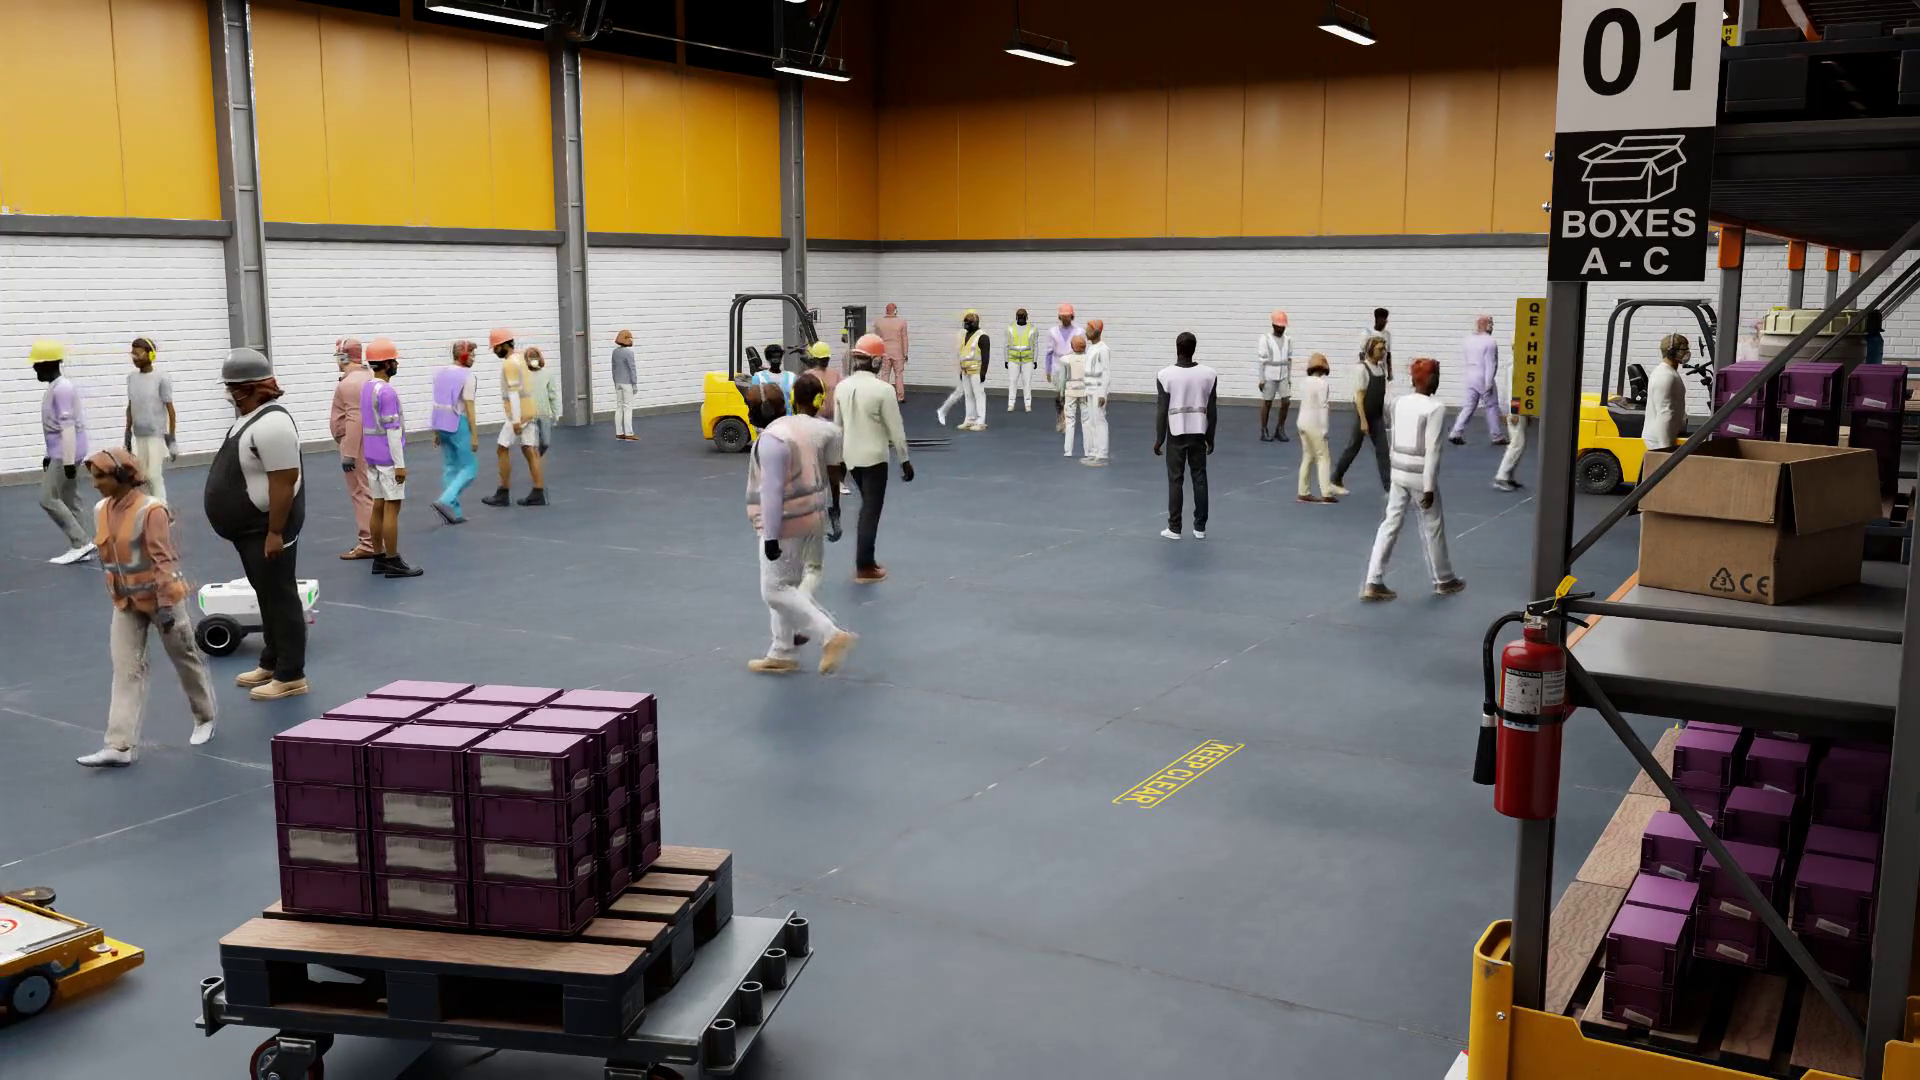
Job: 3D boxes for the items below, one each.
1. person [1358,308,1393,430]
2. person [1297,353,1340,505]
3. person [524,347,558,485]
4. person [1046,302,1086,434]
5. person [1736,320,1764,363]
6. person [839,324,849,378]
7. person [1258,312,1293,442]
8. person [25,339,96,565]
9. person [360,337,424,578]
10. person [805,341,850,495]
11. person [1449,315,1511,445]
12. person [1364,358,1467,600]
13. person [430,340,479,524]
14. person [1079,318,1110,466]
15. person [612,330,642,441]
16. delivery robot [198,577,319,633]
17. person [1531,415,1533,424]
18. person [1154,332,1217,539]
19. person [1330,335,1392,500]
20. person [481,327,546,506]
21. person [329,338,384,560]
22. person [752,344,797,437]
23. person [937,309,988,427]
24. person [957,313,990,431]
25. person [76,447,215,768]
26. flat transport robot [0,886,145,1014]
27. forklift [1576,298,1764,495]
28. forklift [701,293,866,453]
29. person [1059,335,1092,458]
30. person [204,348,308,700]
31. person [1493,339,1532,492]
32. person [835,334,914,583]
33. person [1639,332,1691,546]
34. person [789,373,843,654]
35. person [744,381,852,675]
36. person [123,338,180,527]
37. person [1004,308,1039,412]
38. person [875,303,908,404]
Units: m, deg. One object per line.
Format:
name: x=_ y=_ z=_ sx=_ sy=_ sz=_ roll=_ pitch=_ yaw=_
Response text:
person: x=6.585 y=-2.687 z=26.156 sx=0.650 sy=1.934 sz=0.636 roll=-7 pitch=11 yaw=-37
person: x=3.817 y=-1.186 z=17.765 sx=0.371 sy=1.610 sz=0.548 roll=-3 pitch=10 yaw=-18
person: x=-4.984 y=-1.465 z=19.488 sx=0.510 sy=1.610 sz=0.625 roll=-5 pitch=11 yaw=-30
person: x=1.644 y=-2.642 z=25.554 sx=0.630 sy=2.038 sz=0.533 roll=2 pitch=9 yaw=11
person: x=10.019 y=-1.803 z=20.823 sx=0.649 sy=1.867 sz=0.942 roll=1 pitch=9 yaw=4
person: x=-1.534 y=-2.303 z=24.353 sx=0.849 sy=1.738 sz=0.527 roll=1 pitch=9 yaw=9
person: x=4.594 y=-2.362 z=24.221 sx=0.572 sy=1.898 sz=0.572 roll=-3 pitch=10 yaw=-20
person: x=-7.546 y=-0.730 z=13.965 sx=0.406 sy=1.910 sz=0.610 roll=-4 pitch=10 yaw=-24
person: x=-4.630 y=-0.663 z=13.466 sx=0.352 sy=1.942 sz=0.545 roll=-8 pitch=12 yaw=-41
person: x=-1.586 y=-1.385 z=18.683 sx=0.888 sy=1.706 sz=0.539 roll=8 pitch=12 yaw=39
person: x=7.453 y=-2.274 z=23.762 sx=0.897 sy=1.872 sz=0.662 roll=-3 pitch=10 yaw=-20
person: x=3.437 y=-0.458 z=12.559 sx=1.006 sy=1.830 sz=0.589 roll=-5 pitch=10 yaw=-29
person: x=-4.956 y=-1.038 z=16.205 sx=0.607 sy=1.817 sz=0.558 roll=6 pitch=11 yaw=32
person: x=1.742 y=-1.884 z=21.280 sx=0.337 sy=1.877 sz=0.584 roll=-2 pitch=9 yaw=-13
person: x=-4.932 y=-2.282 z=24.527 sx=0.509 sy=1.632 sz=0.267 roll=8 pitch=12 yaw=42
delivery robot: x=-4.579 y=0.395 z=10.890 sx=0.707 sy=0.478 sz=0.477 roll=-2 pitch=9 yaw=-14
person: x=9.465 y=-2.813 z=27.228 sx=0.596 sy=1.832 sz=0.404 roll=0 pitch=9 yaw=1
person: x=2.092 y=-0.962 z=15.404 sx=0.587 sy=1.920 sz=0.390 roll=-2 pitch=9 yaw=-11
person: x=4.436 y=-1.335 z=18.150 sx=0.523 sy=1.796 sz=0.992 roll=-7 pitch=12 yaw=-39
person: x=-4.753 y=-1.290 z=17.552 sx=0.799 sy=1.881 sz=0.570 roll=1 pitch=9 yaw=3
person: x=-5.214 y=-0.785 z=14.348 sx=0.403 sy=1.904 sz=0.652 roll=-1 pitch=9 yaw=-4
person: x=-1.965 y=-1.280 z=18.139 sx=0.603 sy=1.688 sz=0.411 roll=-5 pitch=10 yaw=-28
person: x=0.040 y=-2.756 z=26.691 sx=0.810 sy=1.901 sz=0.593 roll=7 pitch=11 yaw=35
person: x=0.198 y=-2.636 z=26.104 sx=0.429 sy=1.839 sz=0.634 roll=-6 pitch=11 yaw=-35
person: x=-4.127 y=0.322 z=8.418 sx=0.570 sy=1.586 sz=0.834 roll=3 pitch=10 yaw=19
flat transport robot: x=-3.494 y=1.468 z=5.365 sx=0.652 sy=0.197 sz=1.431 roll=5 pitch=10 yaw=31
forklift: x=7.954 y=-1.589 z=18.462 sx=2.313 sy=2.155 sz=1.214 roll=5 pitch=11 yaw=30
forklift: x=-2.458 y=-2.344 z=23.176 sx=2.313 sy=2.155 sz=1.214 roll=0 pitch=9 yaw=-2
person: x=1.577 y=-1.909 z=22.194 sx=0.522 sy=1.637 sz=0.306 roll=0 pitch=9 yaw=0
person: x=-4.084 y=-0.101 z=9.649 sx=0.535 sy=2.000 sz=0.684 roll=-5 pitch=11 yaw=-31
person: x=6.318 y=-1.442 z=18.828 sx=0.421 sy=1.781 sz=0.671 roll=4 pitch=10 yaw=24
person: x=-0.648 y=-0.648 z=13.273 sx=0.628 sy=1.977 sz=0.608 roll=9 pitch=13 yaw=43
person: x=6.219 y=-0.857 z=14.685 sx=0.379 sy=1.940 sz=0.629 roll=4 pitch=10 yaw=23
person: x=-1.048 y=-0.150 z=10.645 sx=0.525 sy=1.830 sz=0.712 roll=3 pitch=10 yaw=18
person: x=-0.995 y=-0.057 z=10.101 sx=0.639 sy=1.812 sz=0.666 roll=2 pitch=9 yaw=10
person: x=-7.643 y=-0.967 z=15.770 sx=0.545 sy=1.866 sz=0.692 roll=3 pitch=10 yaw=18
person: x=1.084 y=-3.197 z=29.595 sx=0.624 sy=1.844 sz=0.429 roll=1 pitch=9 yaw=3
person: x=-1.278 y=-3.524 z=31.452 sx=0.638 sy=1.902 sz=0.407 roll=2 pitch=9 yaw=11
